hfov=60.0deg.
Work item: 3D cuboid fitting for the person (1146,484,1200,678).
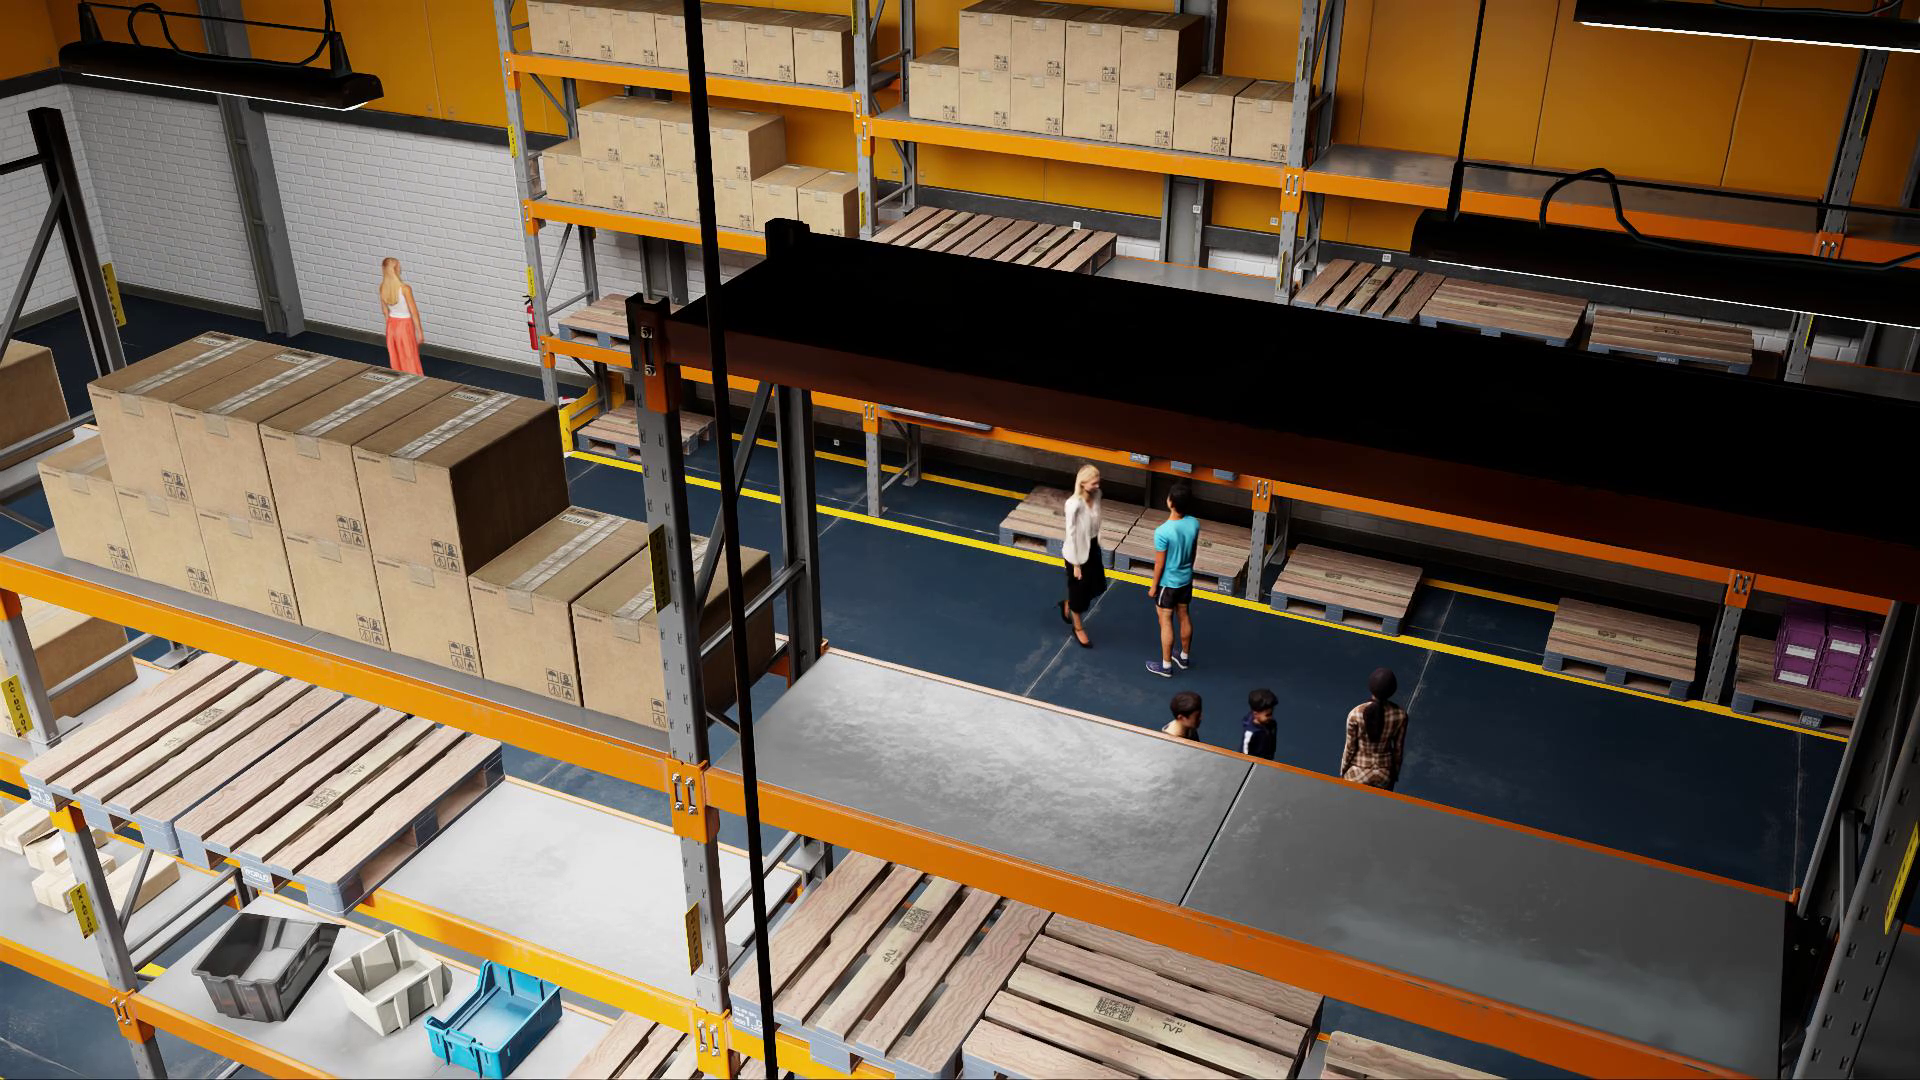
[{"bbox_3d":[1.827,0.344,14.131,0.689,1.773,0.679,-19,34,-31],"label":"person"}]

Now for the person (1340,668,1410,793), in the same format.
[{"bbox_3d":[2.879,1.664,11.690,0.615,1.794,0.728,1,29,2],"label":"person"}]

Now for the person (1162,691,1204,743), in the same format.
[{"bbox_3d":[1.481,1.770,11.582,0.578,1.711,0.629,17,33,28],"label":"person"}]

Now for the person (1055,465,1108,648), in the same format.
[{"bbox_3d":[0.991,0.130,14.456,0.861,1.837,0.786,21,35,34],"label":"person"}]

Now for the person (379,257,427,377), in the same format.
[{"bbox_3d":[-6.399,-2.360,19.058,0.507,1.803,0.674,13,31,22],"label":"person"}]

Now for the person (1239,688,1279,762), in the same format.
[{"bbox_3d":[2.186,1.608,12.395,0.678,1.216,0.797,-25,37,-38],"label":"person"}]
